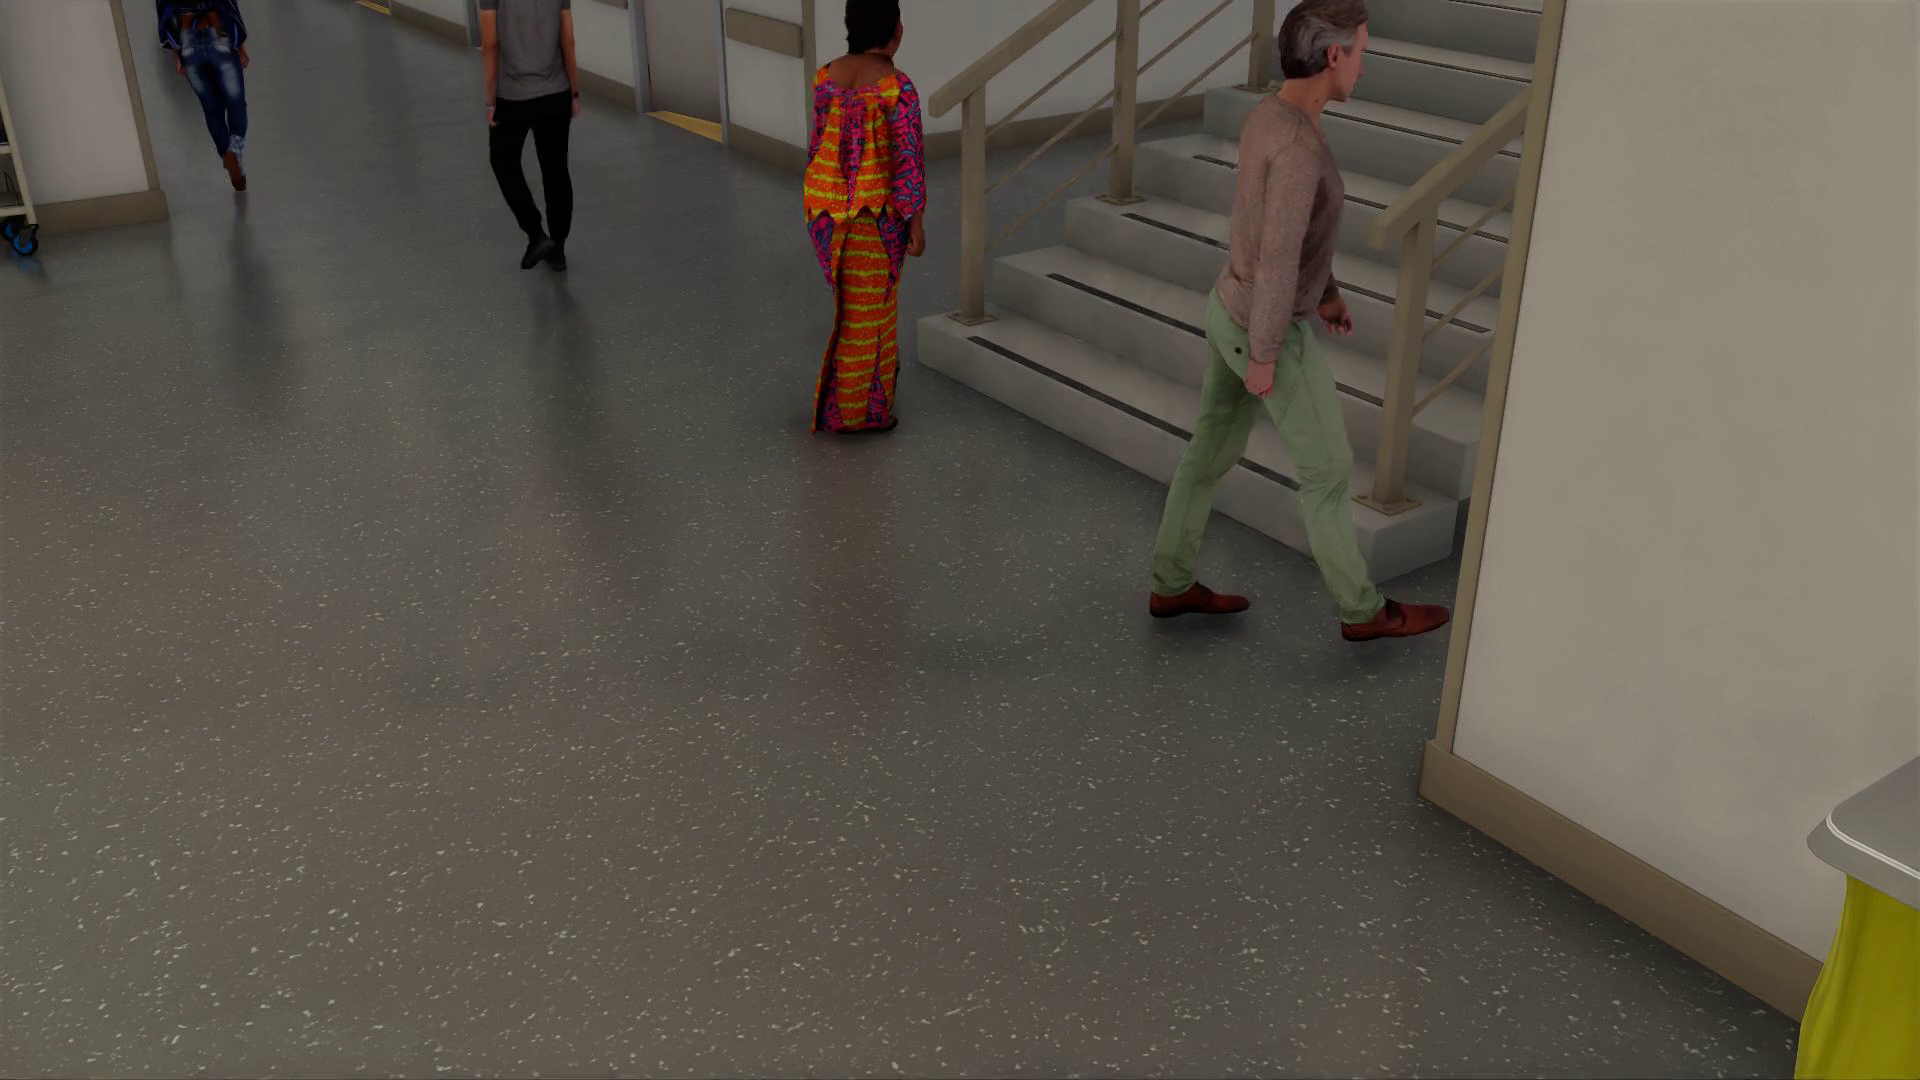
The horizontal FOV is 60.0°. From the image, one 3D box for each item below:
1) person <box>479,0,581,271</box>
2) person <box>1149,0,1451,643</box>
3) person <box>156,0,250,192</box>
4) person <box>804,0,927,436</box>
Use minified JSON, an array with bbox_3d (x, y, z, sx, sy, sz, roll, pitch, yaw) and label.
[{"bbox_3d":[-2.062,-2.146,8.084,0.664,1.747,0.712,-16,30,-29],"label":"person"},{"bbox_3d":[0.773,-0.557,4.695,1.187,1.827,1.023,-1,26,-2],"label":"person"},{"bbox_3d":[-4.320,-2.767,9.534,0.793,1.606,0.808,-7,27,-14],"label":"person"},{"bbox_3d":[-0.405,-1.236,6.330,1.031,1.630,0.890,-21,33,-36],"label":"person"}]
